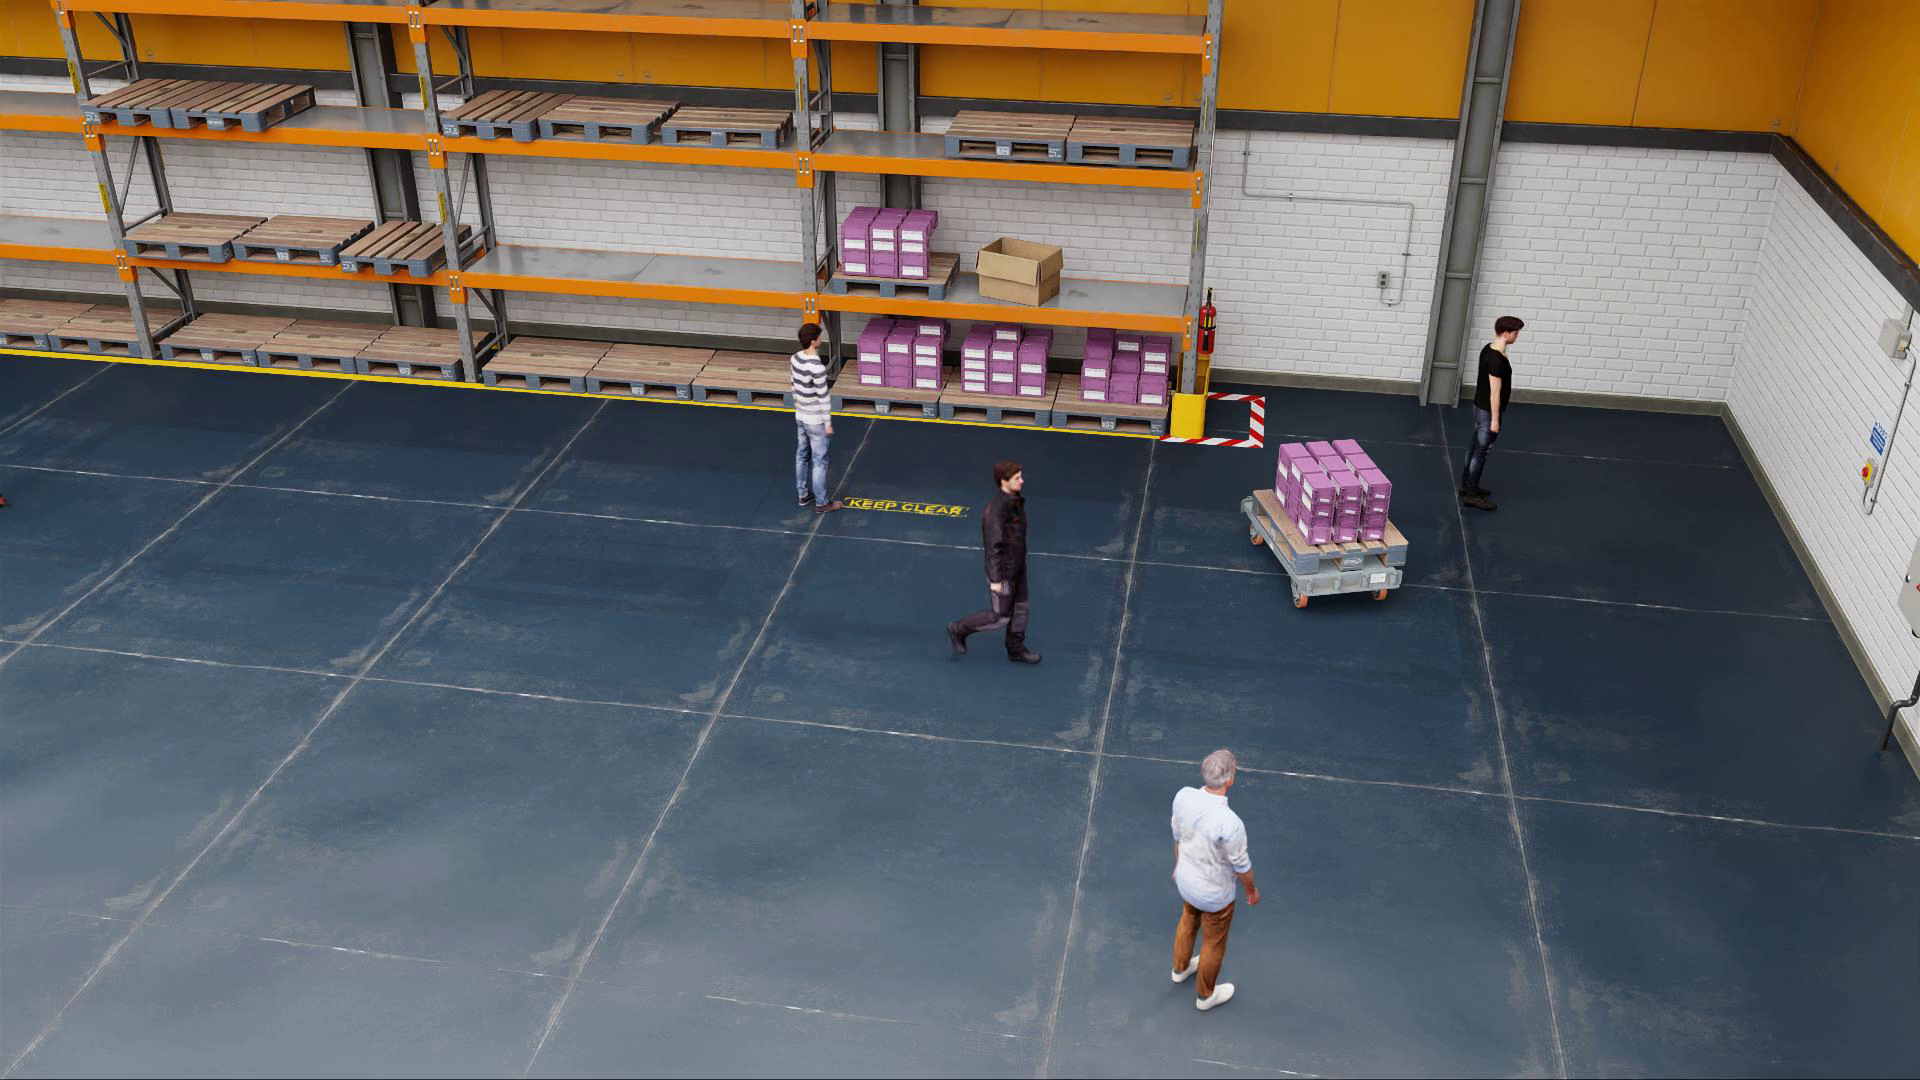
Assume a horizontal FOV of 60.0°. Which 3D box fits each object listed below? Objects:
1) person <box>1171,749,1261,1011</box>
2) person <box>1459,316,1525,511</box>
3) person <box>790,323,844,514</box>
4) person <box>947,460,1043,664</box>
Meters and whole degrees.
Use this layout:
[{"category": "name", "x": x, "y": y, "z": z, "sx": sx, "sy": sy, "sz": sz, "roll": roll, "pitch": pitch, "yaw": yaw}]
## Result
[{"category": "person", "x": 1.452, "y": 2.038, "z": 9.837, "sx": 0.883, "sy": 1.821, "sz": 0.820, "roll": -19, "pitch": 34, "yaw": -31}, {"category": "person", "x": 4.999, "y": -1.229, "z": 15.750, "sx": 0.565, "sy": 1.894, "sz": 0.679, "roll": 4, "pitch": 29, "yaw": 6}, {"category": "person", "x": -1.399, "y": -1.158, "z": 15.662, "sx": 0.780, "sy": 1.854, "sz": 0.699, "roll": -22, "pitch": 35, "yaw": -34}, {"category": "person", "x": 0.276, "y": 0.197, "z": 13.214, "sx": 1.051, "sy": 1.819, "sz": 0.835, "roll": 10, "pitch": 30, "yaw": 17}]
